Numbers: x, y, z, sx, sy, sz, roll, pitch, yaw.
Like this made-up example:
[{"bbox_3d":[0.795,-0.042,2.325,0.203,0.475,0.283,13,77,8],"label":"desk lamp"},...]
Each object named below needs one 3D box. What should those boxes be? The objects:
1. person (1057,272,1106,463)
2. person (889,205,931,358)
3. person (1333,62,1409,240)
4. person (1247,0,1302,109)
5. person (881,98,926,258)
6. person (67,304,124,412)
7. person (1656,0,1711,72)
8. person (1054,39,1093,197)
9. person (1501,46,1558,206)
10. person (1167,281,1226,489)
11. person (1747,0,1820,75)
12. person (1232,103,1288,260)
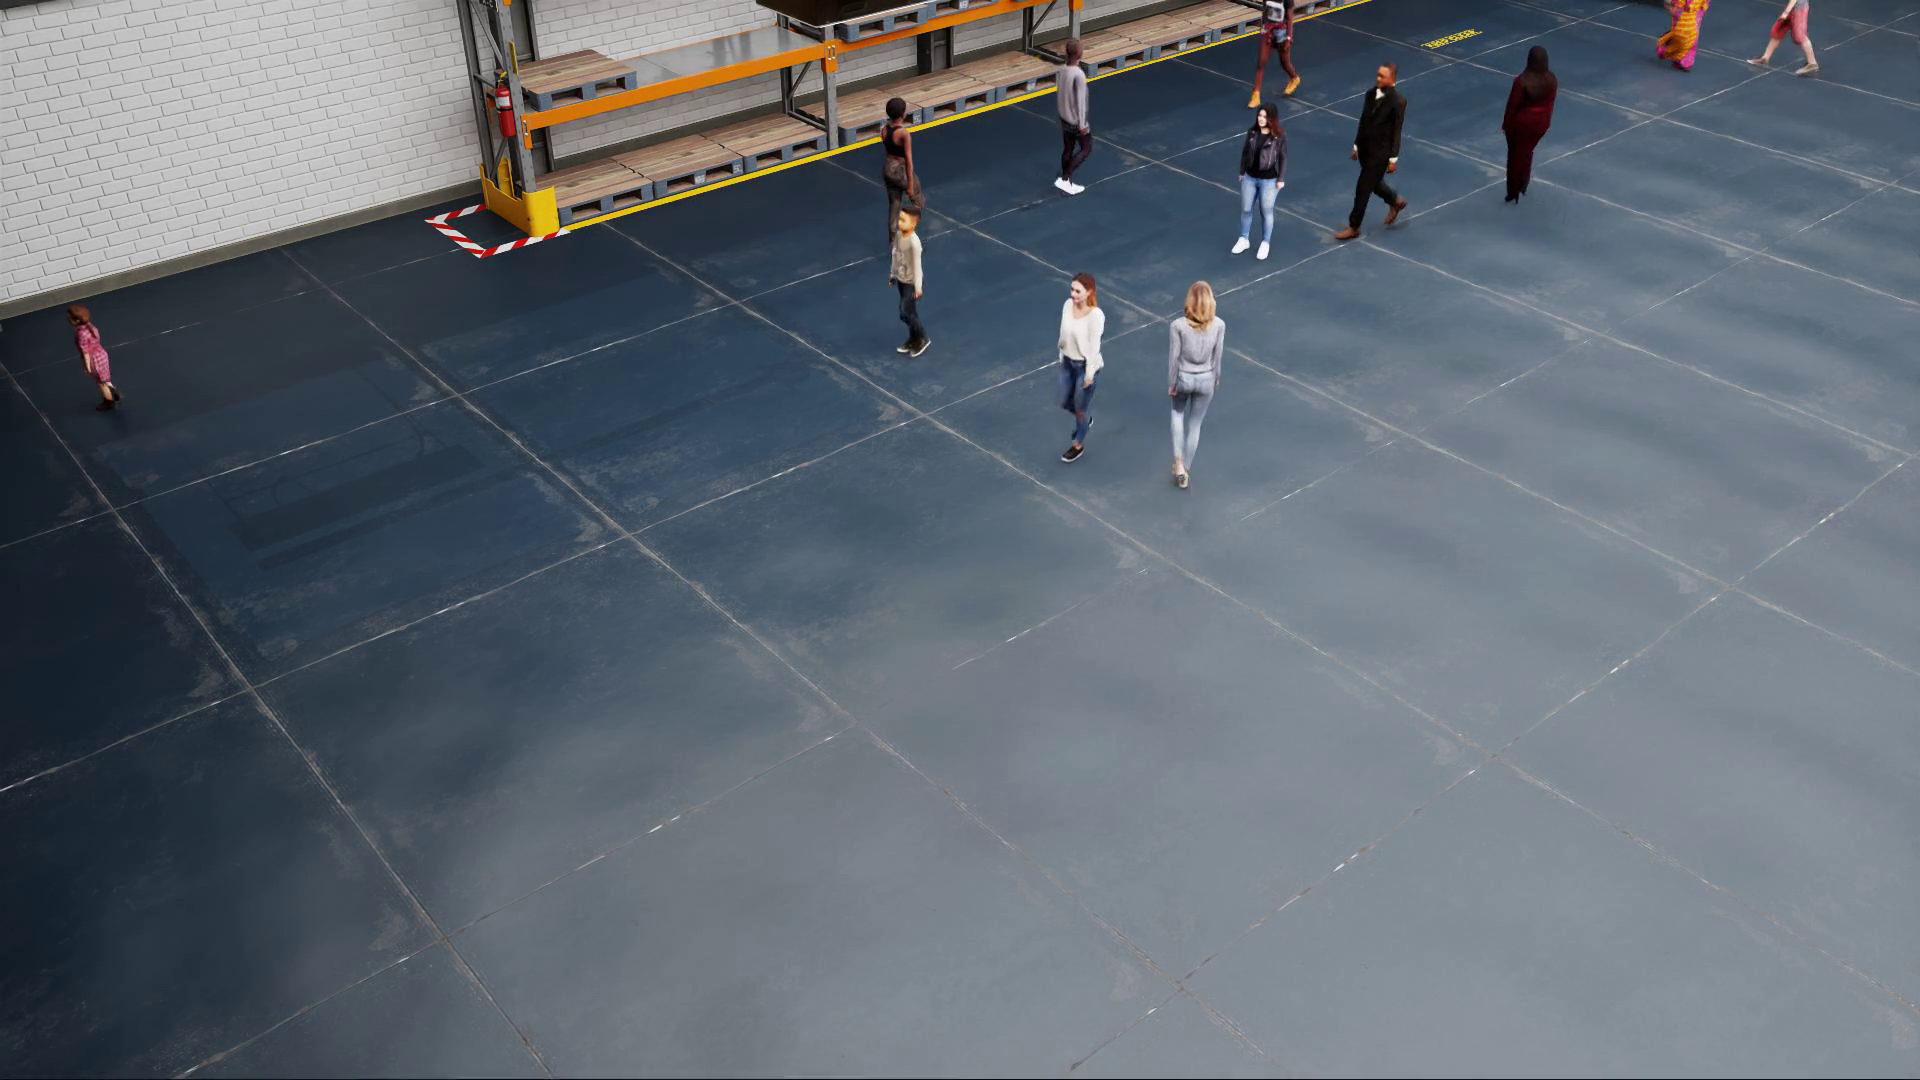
[{"bbox_3d":[1.046,-1.441,13.704,0.708,1.681,0.648,-28,43,-35],"label":"person"},{"bbox_3d":[-0.403,-2.406,15.357,0.593,1.457,0.590,-16,37,-22],"label":"person"},{"bbox_3d":[4.462,-4.104,17.535,1.288,1.874,0.887,-14,36,-20],"label":"person"},{"bbox_3d":[4.065,-6.383,21.141,0.809,1.678,1.253,25,41,33],"label":"person"},{"bbox_3d":[-0.686,-3.681,17.066,0.610,1.688,0.610,-28,43,-35],"label":"person"},{"bbox_3d":[-7.526,-1.597,14.536,0.567,1.018,0.520,-4,34,-5],"label":"person"},{"bbox_3d":[9.797,-7.191,22.373,0.894,1.659,0.886,-9,35,-14],"label":"person"},{"bbox_3d":[1.180,-4.659,18.466,0.715,1.768,0.693,-18,37,-24],"label":"person"},{"bbox_3d":[6.283,-4.514,18.272,0.766,1.741,0.864,-7,34,-11],"label":"person"},{"bbox_3d":[1.867,-1.199,13.245,0.719,1.785,0.780,2,34,3],"label":"person"},{"bbox_3d":[11.237,-7.027,22.158,0.970,1.624,1.131,14,36,20],"label":"person"},{"bbox_3d":[3.109,-3.722,17.178,0.710,1.633,0.664,19,38,27],"label":"person"}]
